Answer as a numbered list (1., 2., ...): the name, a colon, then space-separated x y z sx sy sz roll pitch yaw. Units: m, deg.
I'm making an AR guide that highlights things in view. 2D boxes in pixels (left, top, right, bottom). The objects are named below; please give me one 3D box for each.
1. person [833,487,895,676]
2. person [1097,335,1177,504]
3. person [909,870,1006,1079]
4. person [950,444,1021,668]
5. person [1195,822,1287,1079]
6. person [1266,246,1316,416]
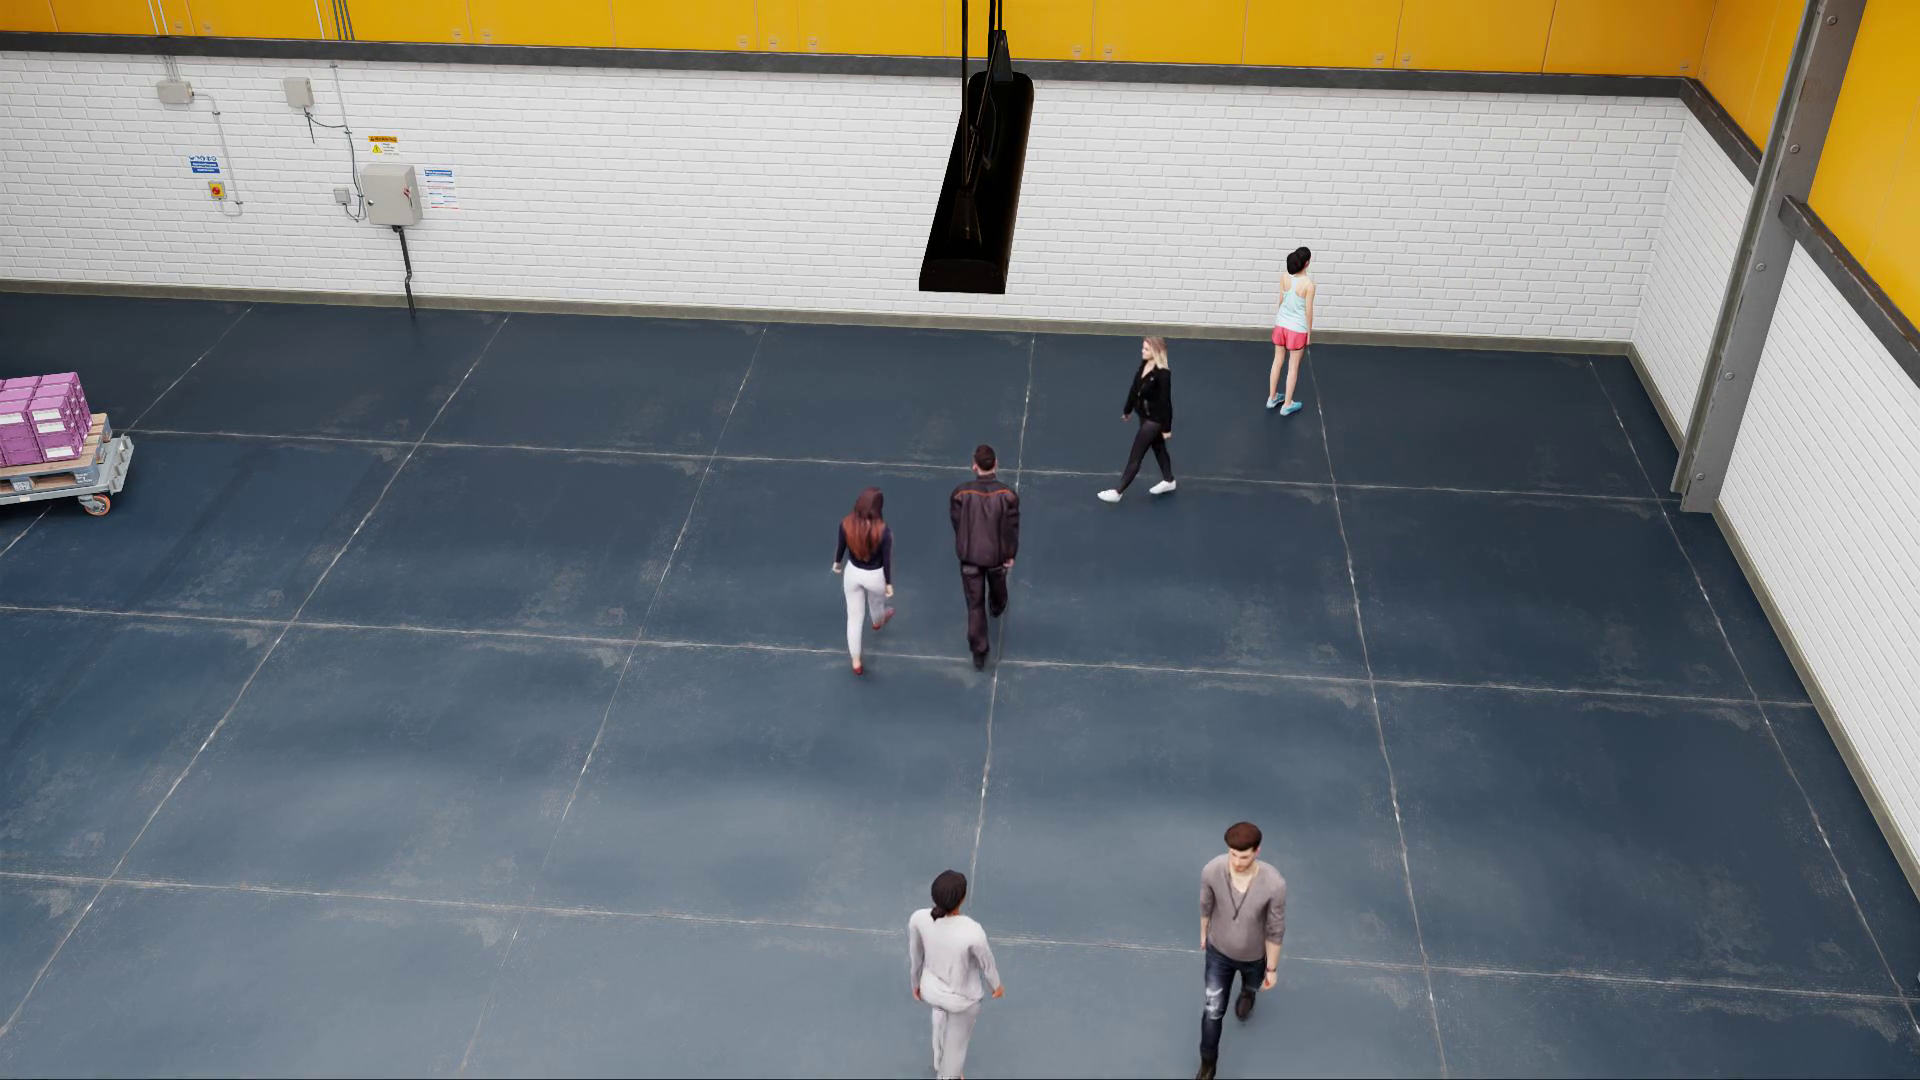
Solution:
1. person: -0.741 0.352 13.080 0.822 1.551 1.102 6 34 10
2. person: 1.832 -1.104 15.184 1.017 1.649 1.123 -13 36 -18
3. person: -0.086 2.624 9.512 0.791 1.719 0.853 20 38 27
4. person: 0.176 0.153 13.163 0.796 1.792 1.225 0 34 0
5. person: 1.673 2.336 9.802 0.862 1.877 1.299 10 35 14
6. person: 3.306 -2.101 16.578 0.671 1.764 0.721 28 43 35
